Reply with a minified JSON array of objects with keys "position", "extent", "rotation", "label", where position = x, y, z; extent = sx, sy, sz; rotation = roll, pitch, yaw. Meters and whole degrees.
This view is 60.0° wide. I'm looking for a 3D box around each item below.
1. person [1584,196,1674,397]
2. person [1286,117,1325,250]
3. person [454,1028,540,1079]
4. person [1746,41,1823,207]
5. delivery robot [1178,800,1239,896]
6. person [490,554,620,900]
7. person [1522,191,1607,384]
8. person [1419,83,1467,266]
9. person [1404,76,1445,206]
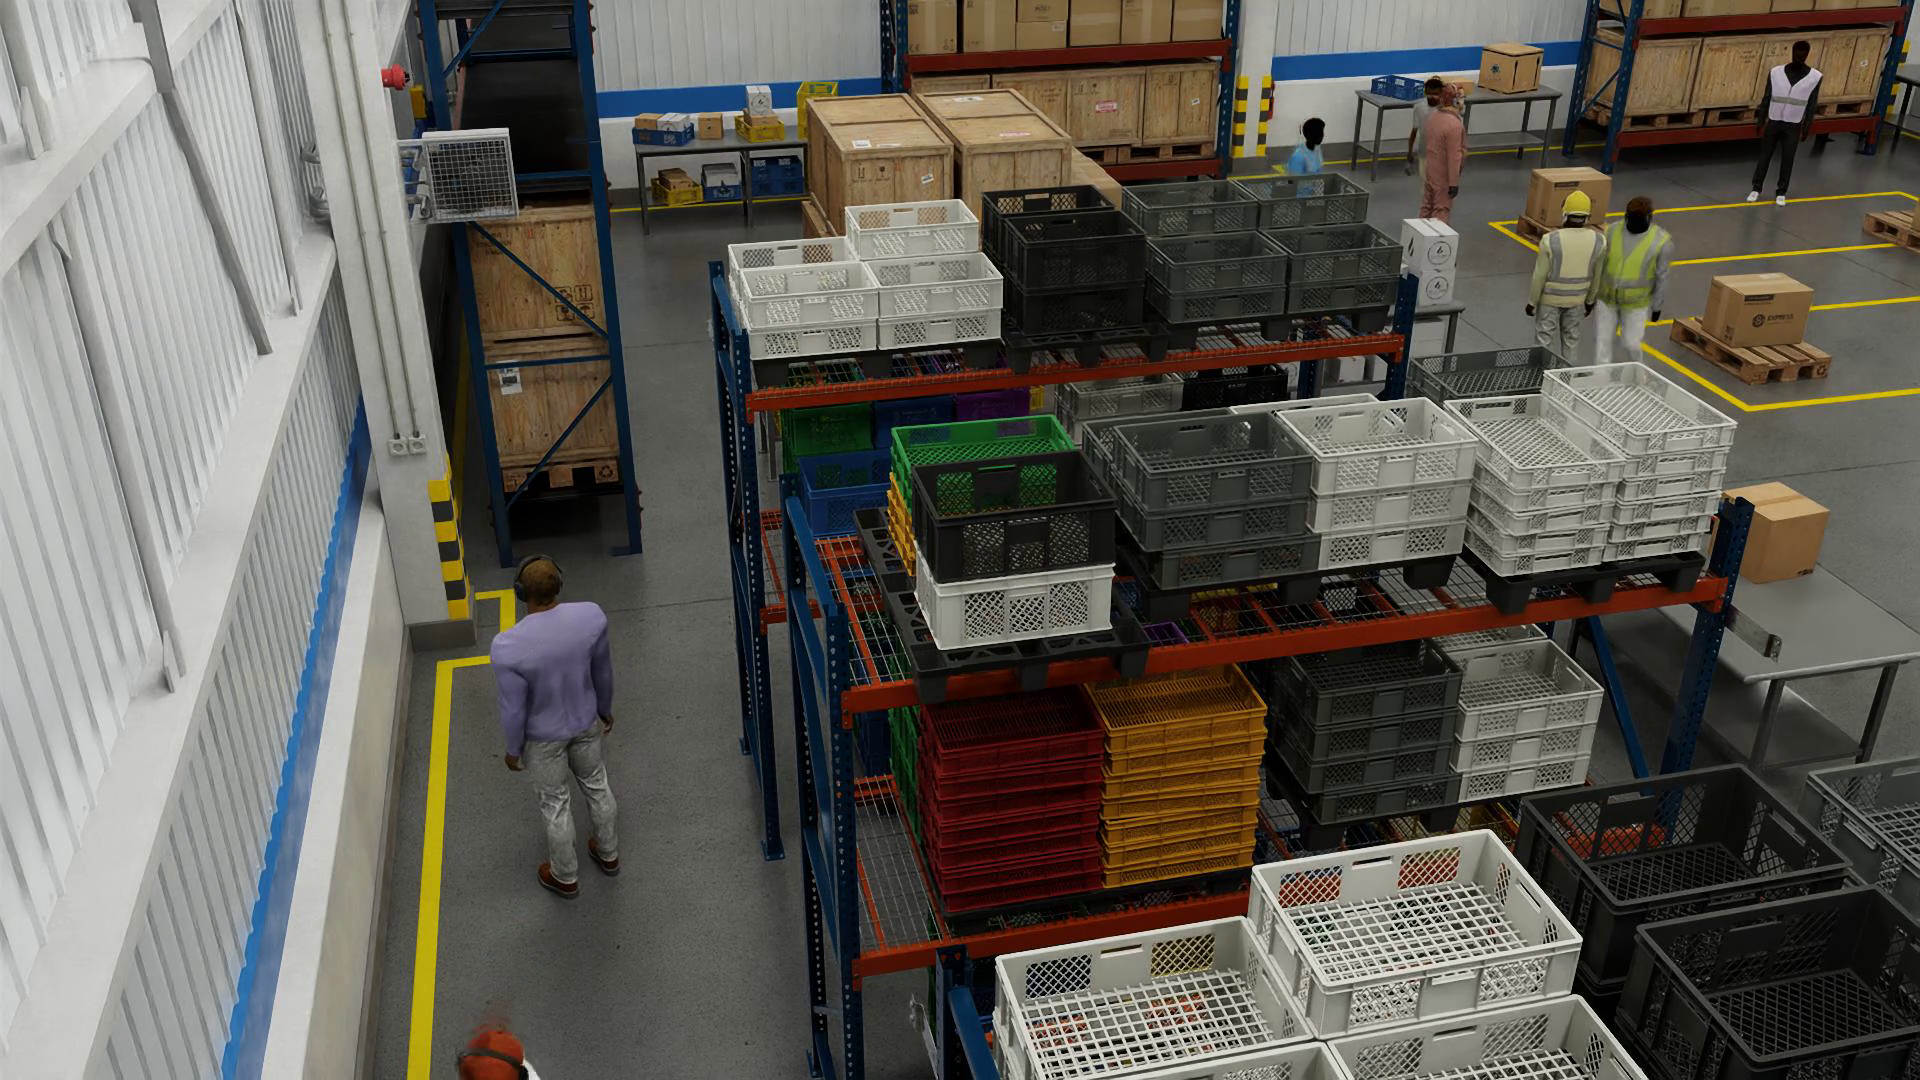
[{"position":[5.723,-2.083,14.317],"extent":[0.651,1.825,0.573],"rotation":[21,34,34],"label":"person"},{"position":[3.553,-3.538,17.216],"extent":[0.376,1.676,0.548],"rotation":[16,32,28],"label":"person"},{"position":[-1.506,2.333,5.913],"extent":[0.435,1.846,0.710],"rotation":[-17,32,-29],"label":"person"},{"position":[9.720,-4.922,19.612],"extent":[0.592,1.910,0.378],"rotation":[15,31,26],"label":"person"},{"position":[1.329,1.560,8.657],"extent":[0.477,0.478,0.707],"rotation":[9,29,16],"label":"delivery robot"},{"position":[-2.032,0.946,8.446],"extent":[0.635,1.937,0.352],"rotation":[-23,36,-37],"label":"person"},{"position":[5.184,-2.100,14.338],"extent":[0.603,1.830,0.404],"rotation":[-2,28,-3],"label":"person"},{"position":[5.129,-3.864,17.603],"extent":[0.409,1.913,0.642],"rotation":[-5,28,-9],"label":"person"},{"position":[5.180,-4.180,18.276],"extent":[0.546,1.833,0.490],"rotation":[20,34,33],"label":"person"}]
